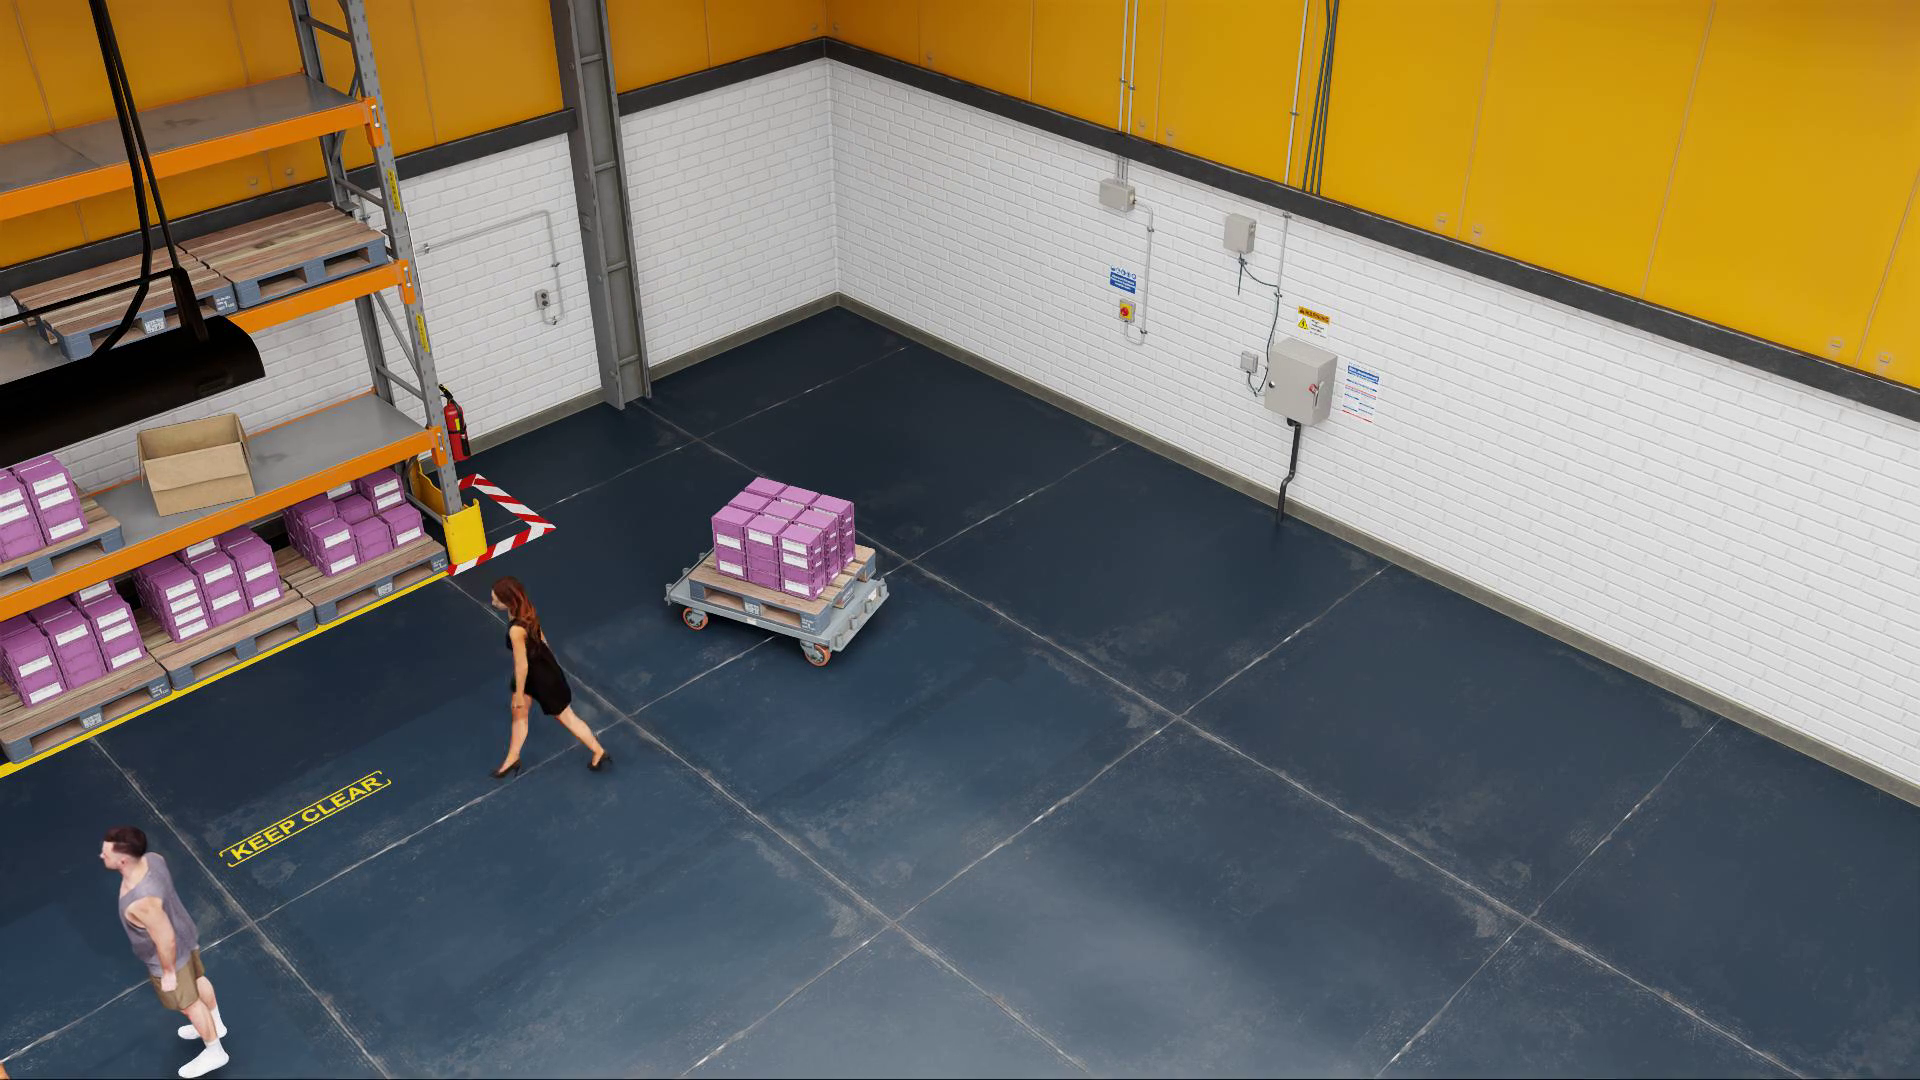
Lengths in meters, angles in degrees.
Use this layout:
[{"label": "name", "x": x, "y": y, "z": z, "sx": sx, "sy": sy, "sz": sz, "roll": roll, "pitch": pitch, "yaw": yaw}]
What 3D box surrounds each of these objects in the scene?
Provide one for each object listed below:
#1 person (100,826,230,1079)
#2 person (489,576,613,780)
[{"label": "person", "x": -4.513, "y": 2.316, "z": 9.497, "sx": 0.730, "sy": 1.846, "sz": 0.715, "roll": -10, "pitch": 35, "yaw": -15}, {"label": "person", "x": -2.861, "y": 0.996, "z": 11.718, "sx": 1.167, "sy": 1.778, "sz": 0.991, "roll": -3, "pitch": 34, "yaw": -5}]
